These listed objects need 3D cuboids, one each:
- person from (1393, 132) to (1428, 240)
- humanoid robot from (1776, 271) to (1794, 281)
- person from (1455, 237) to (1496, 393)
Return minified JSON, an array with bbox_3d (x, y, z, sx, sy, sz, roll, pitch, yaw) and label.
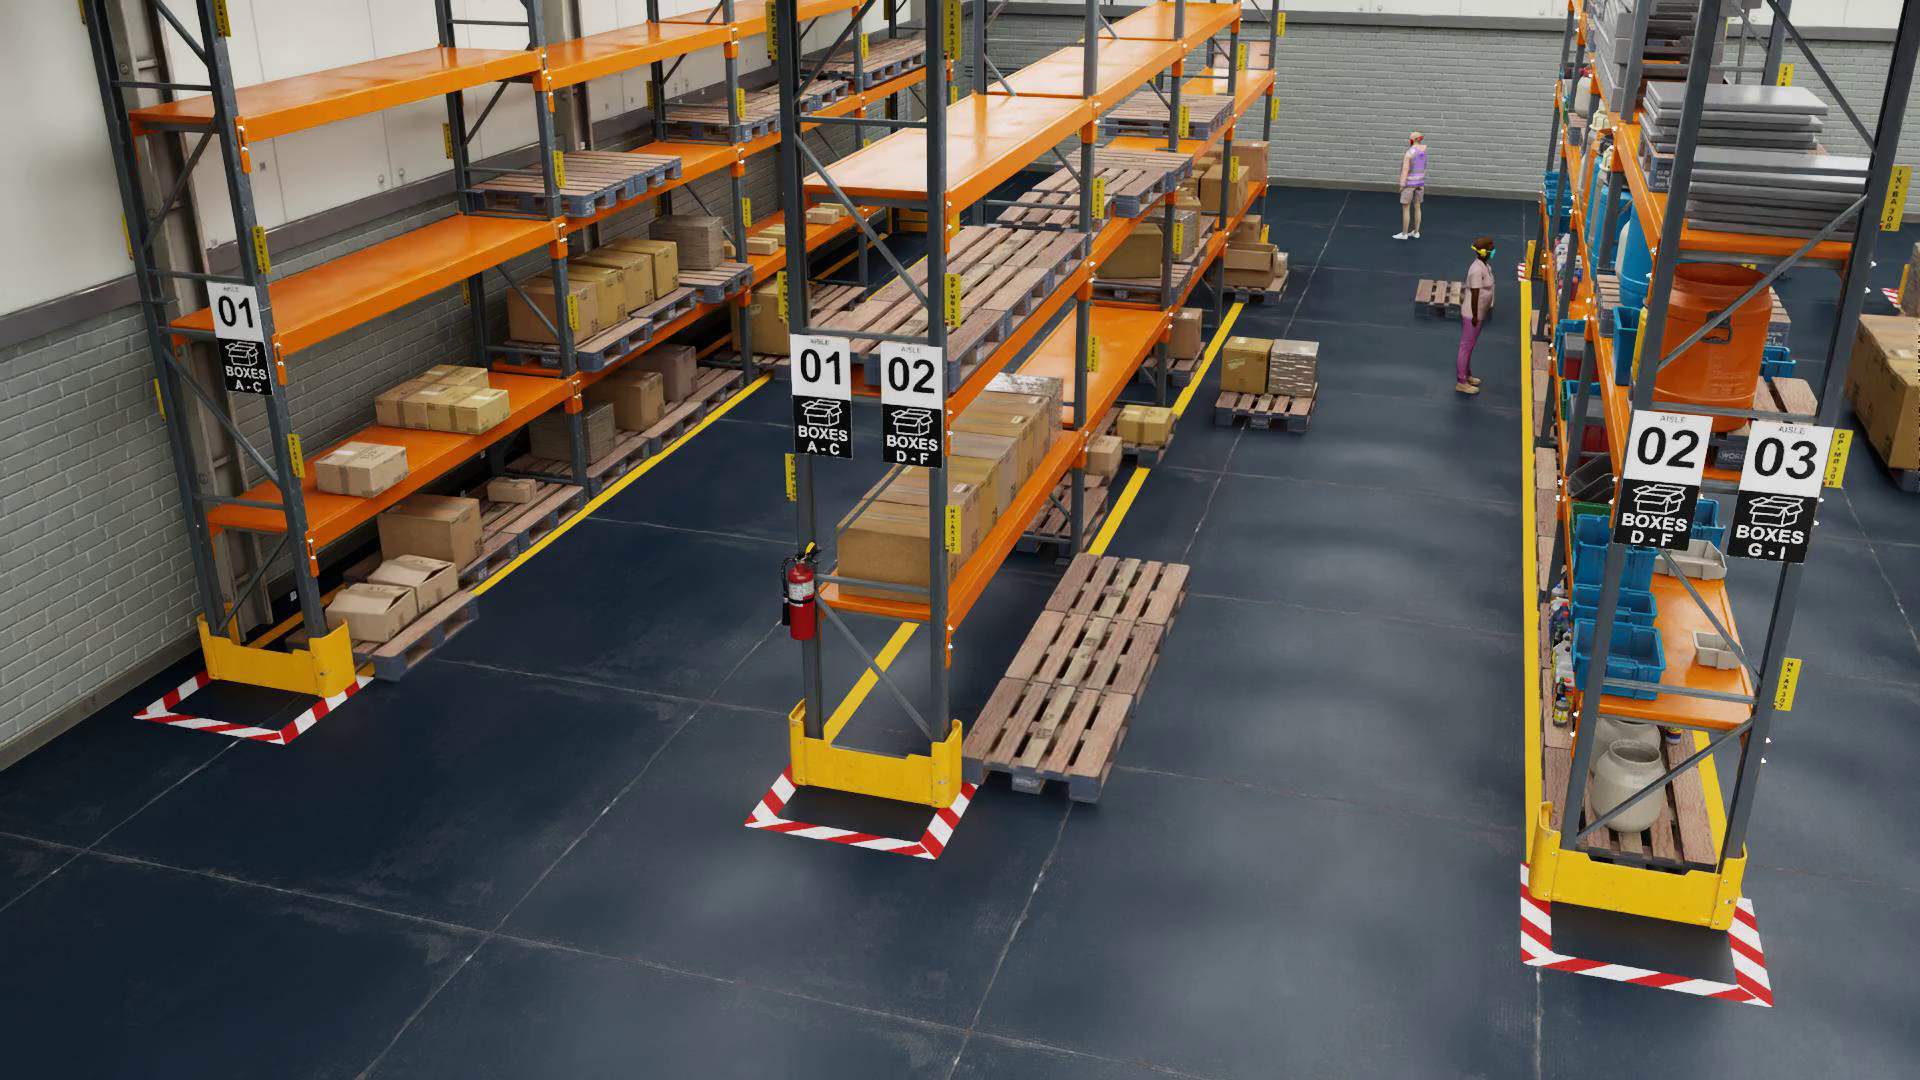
[{"bbox_3d":[7.182,-5.619,26.413,0.488,1.688,0.350,-14,27,-29],"label":"person"},{"bbox_3d":[11.998,-4.580,24.011,0.612,1.656,0.314,-21,31,-39],"label":"humanoid robot"},{"bbox_3d":[5.994,-2.624,19.322,0.331,1.803,0.524,9,25,20],"label":"person"}]
